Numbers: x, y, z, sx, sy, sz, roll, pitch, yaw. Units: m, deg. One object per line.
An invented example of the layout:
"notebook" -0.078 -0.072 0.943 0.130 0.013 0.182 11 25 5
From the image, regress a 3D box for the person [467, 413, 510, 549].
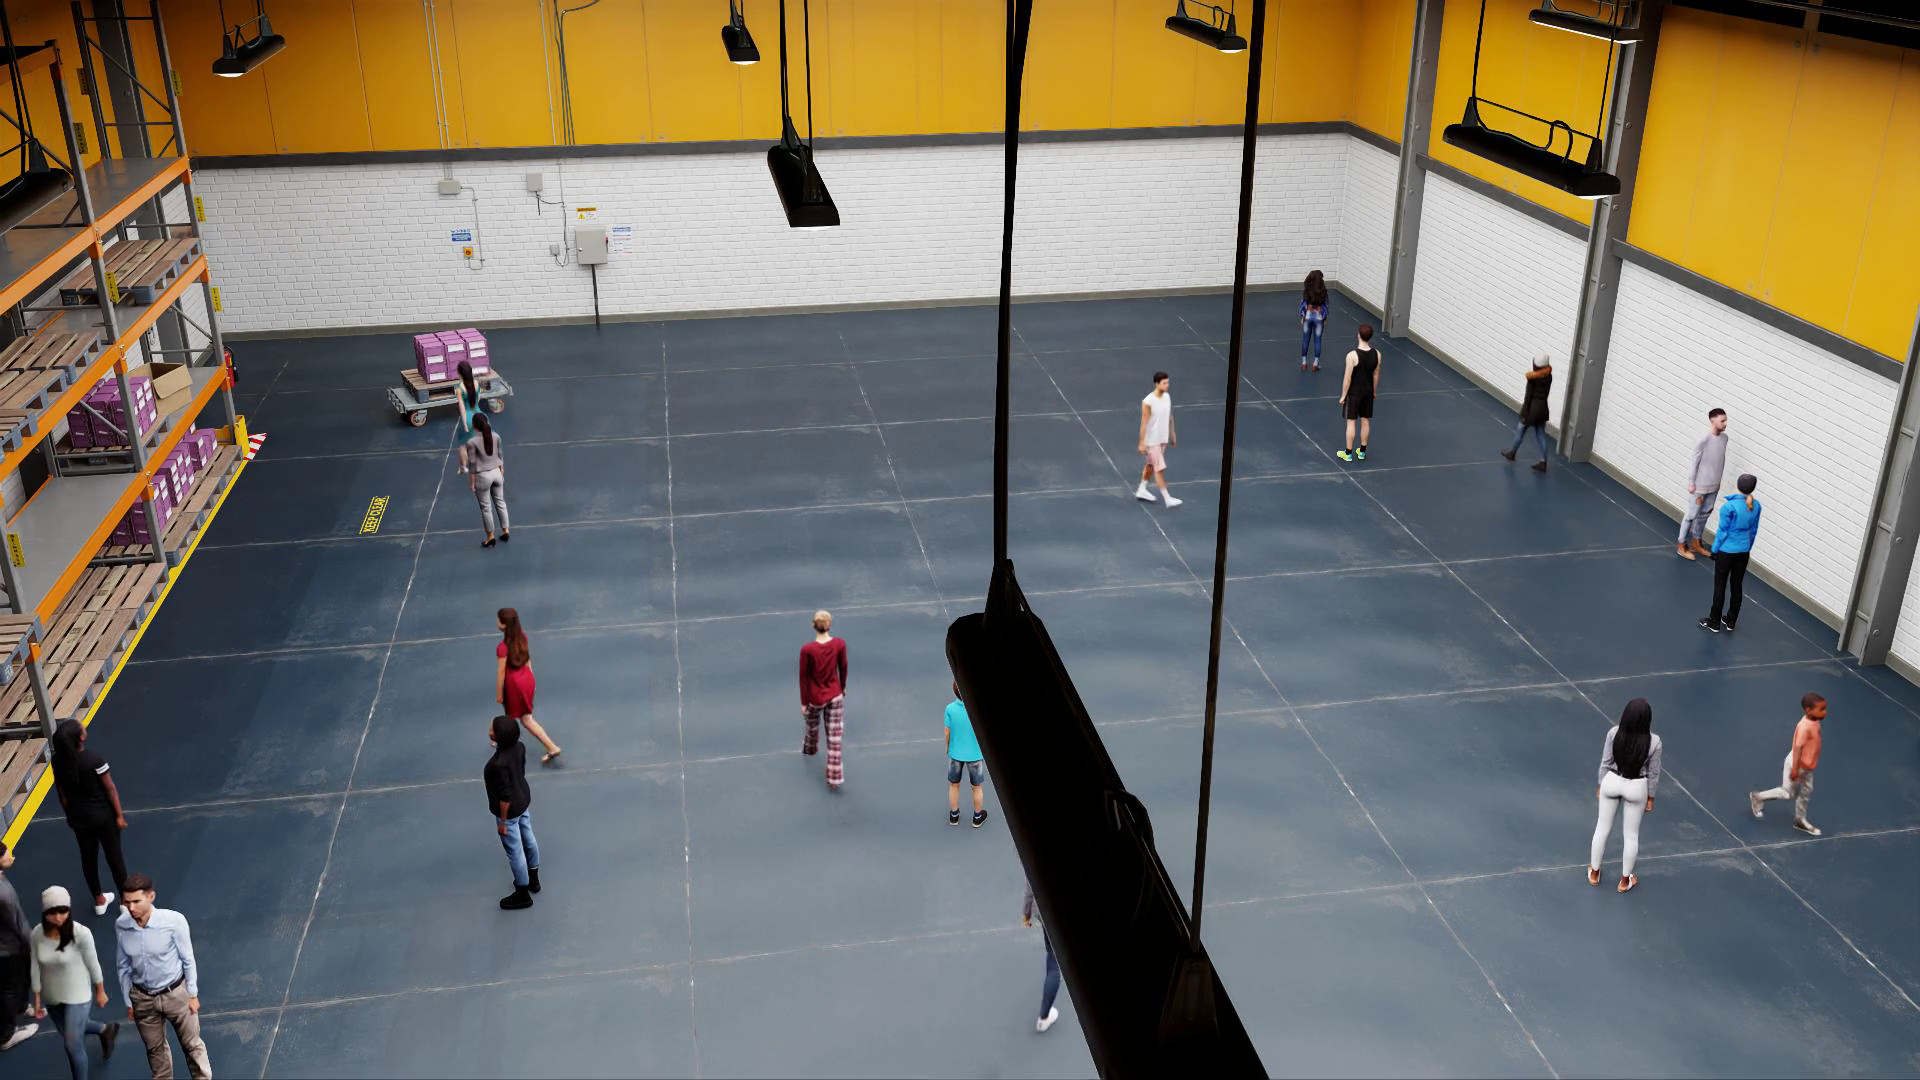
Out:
"person" -5.629 -0.718 19.821 0.758 1.677 0.719 20 30 38

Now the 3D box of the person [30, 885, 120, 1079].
"person" -6.013 3.048 11.285 0.753 1.614 1.086 4 24 9

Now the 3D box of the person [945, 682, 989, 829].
"person" 0.050 1.807 14.328 0.581 1.449 0.583 4 24 10

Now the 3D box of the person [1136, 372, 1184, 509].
"person" 2.408 -1.294 21.038 1.137 1.757 1.021 20 31 39

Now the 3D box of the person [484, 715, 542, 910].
"person" -3.556 2.143 13.246 0.691 1.702 0.575 4 24 9

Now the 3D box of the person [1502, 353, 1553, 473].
"person" 7.694 -1.669 22.098 0.806 1.595 1.084 -11 26 -23

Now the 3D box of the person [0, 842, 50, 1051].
"person" -6.743 2.825 11.649 0.799 1.731 0.881 12 26 25

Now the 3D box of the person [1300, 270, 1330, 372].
"person" 5.574 -3.471 26.194 0.694 1.617 0.718 10 25 21

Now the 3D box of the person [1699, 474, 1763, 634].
"person" 8.245 0.132 17.730 0.618 1.793 0.521 -3 24 -7

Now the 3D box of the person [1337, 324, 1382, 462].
"person" 5.402 -1.991 22.463 0.683 1.892 0.600 -6 24 -13

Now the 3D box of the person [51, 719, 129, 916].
"person" -6.843 2.181 13.124 0.666 1.728 0.653 2 24 4

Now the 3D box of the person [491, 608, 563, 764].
"person" -4.012 1.356 15.265 0.965 1.526 1.045 9 25 19

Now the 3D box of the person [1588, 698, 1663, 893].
"person" 5.374 2.038 13.456 0.670 1.724 0.706 13 27 26

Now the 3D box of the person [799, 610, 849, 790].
"person" -1.190 1.446 14.903 0.790 1.652 1.134 -9 25 -20

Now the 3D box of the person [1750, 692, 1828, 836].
"person" 7.188 1.896 14.317 0.744 1.295 0.895 -19 30 -37

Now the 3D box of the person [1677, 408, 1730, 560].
"person" 8.750 -0.687 19.547 0.730 1.839 0.666 -10 26 -22

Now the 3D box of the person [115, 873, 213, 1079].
"person" -5.312 3.014 11.069 0.646 1.848 0.610 -3 24 -6
